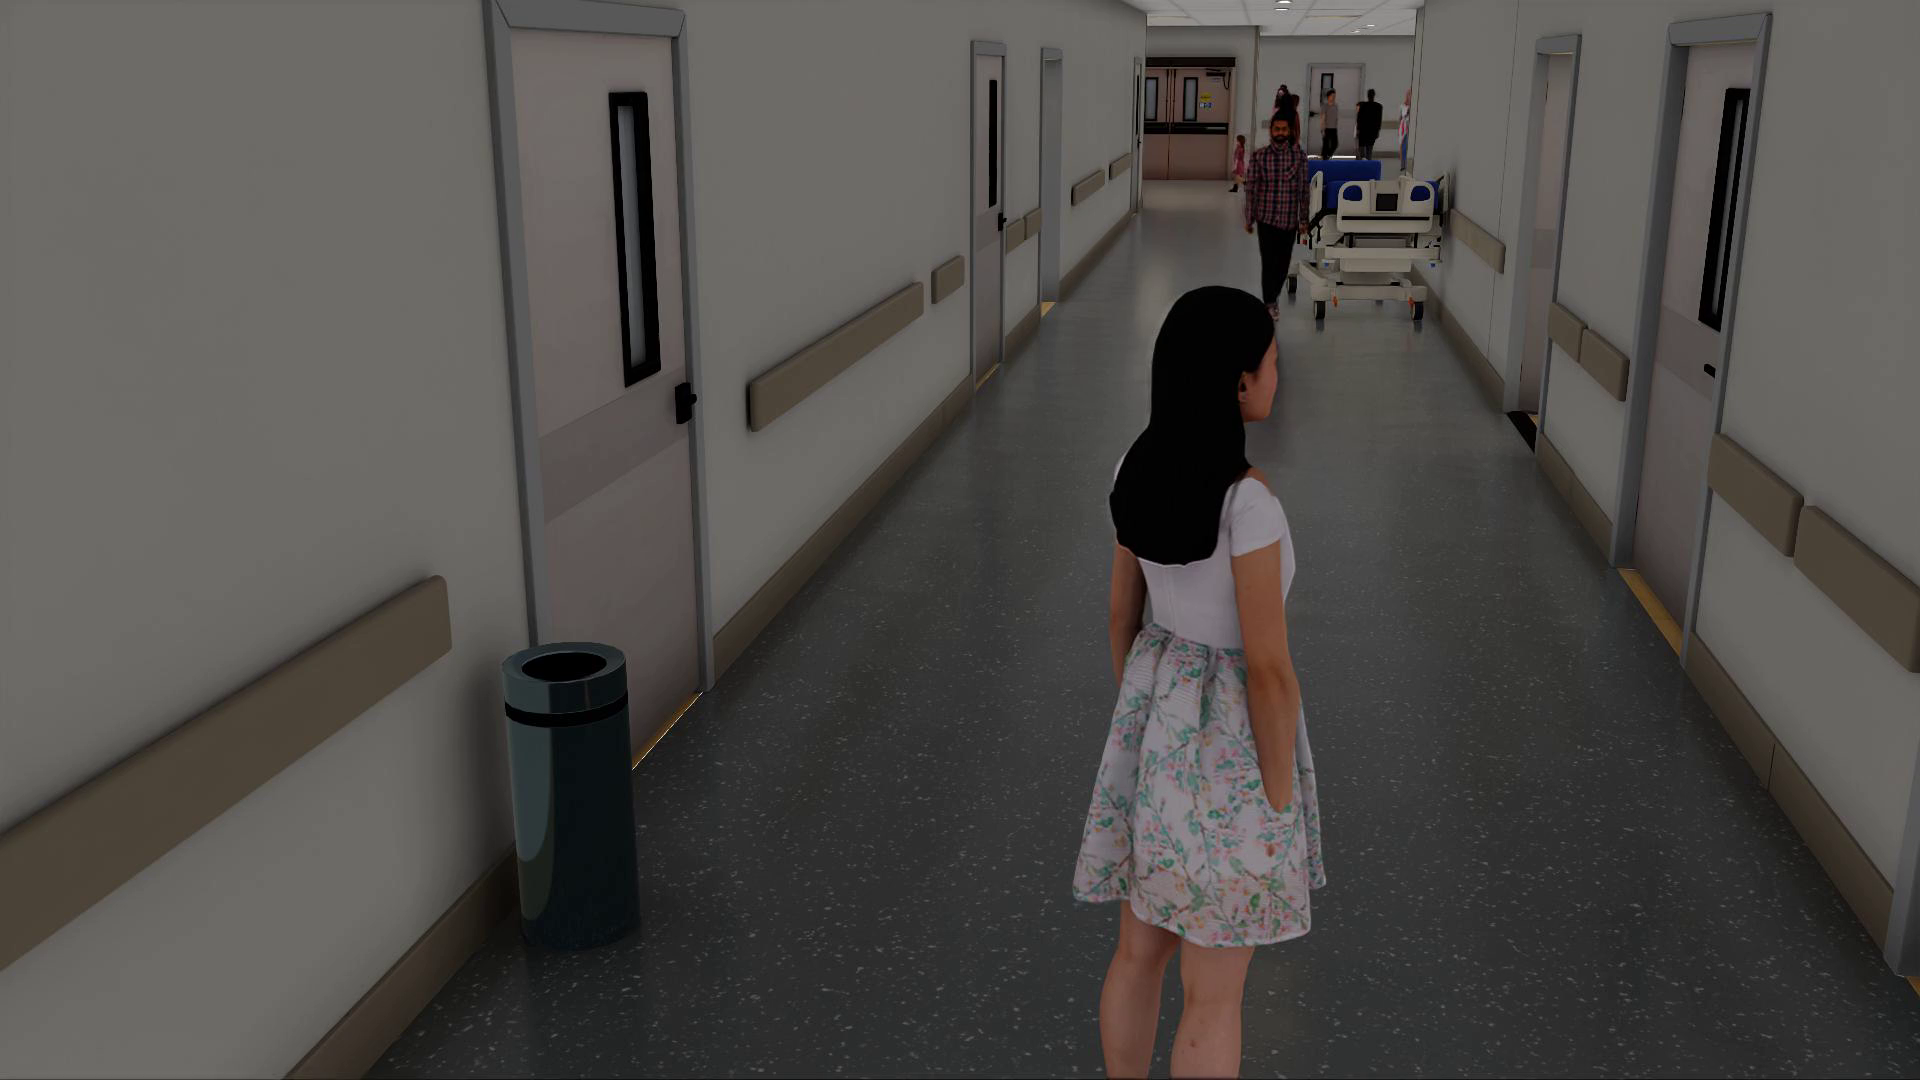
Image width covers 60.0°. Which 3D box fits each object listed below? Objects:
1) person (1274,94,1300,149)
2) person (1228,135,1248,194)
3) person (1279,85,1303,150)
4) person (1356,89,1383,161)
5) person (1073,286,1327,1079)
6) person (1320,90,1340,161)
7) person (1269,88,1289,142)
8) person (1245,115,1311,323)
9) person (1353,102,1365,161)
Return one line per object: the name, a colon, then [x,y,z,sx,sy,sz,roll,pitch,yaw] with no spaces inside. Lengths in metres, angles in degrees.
person: [5.674,-6.887,29.087,1.197,1.703,0.909,7,17,24]
person: [5.020,-6.713,29.743,0.668,1.012,0.497,6,17,21]
person: [8.177,-10.489,41.773,1.110,1.752,0.630,2,16,8]
person: [8.602,-8.577,35.001,0.849,1.747,0.747,1,16,3]
person: [0.425,0.435,2.984,0.828,1.774,0.775,-9,18,-30]
person: [8.258,-9.235,37.402,0.727,1.711,0.797,-6,17,-21]
person: [6.406,-8.087,33.162,0.574,1.801,0.742,8,18,28]
person: [2.770,-2.801,14.540,1.064,1.733,0.872,0,16,2]
person: [9.333,-9.502,38.844,0.592,1.441,0.590,-3,16,-9]
